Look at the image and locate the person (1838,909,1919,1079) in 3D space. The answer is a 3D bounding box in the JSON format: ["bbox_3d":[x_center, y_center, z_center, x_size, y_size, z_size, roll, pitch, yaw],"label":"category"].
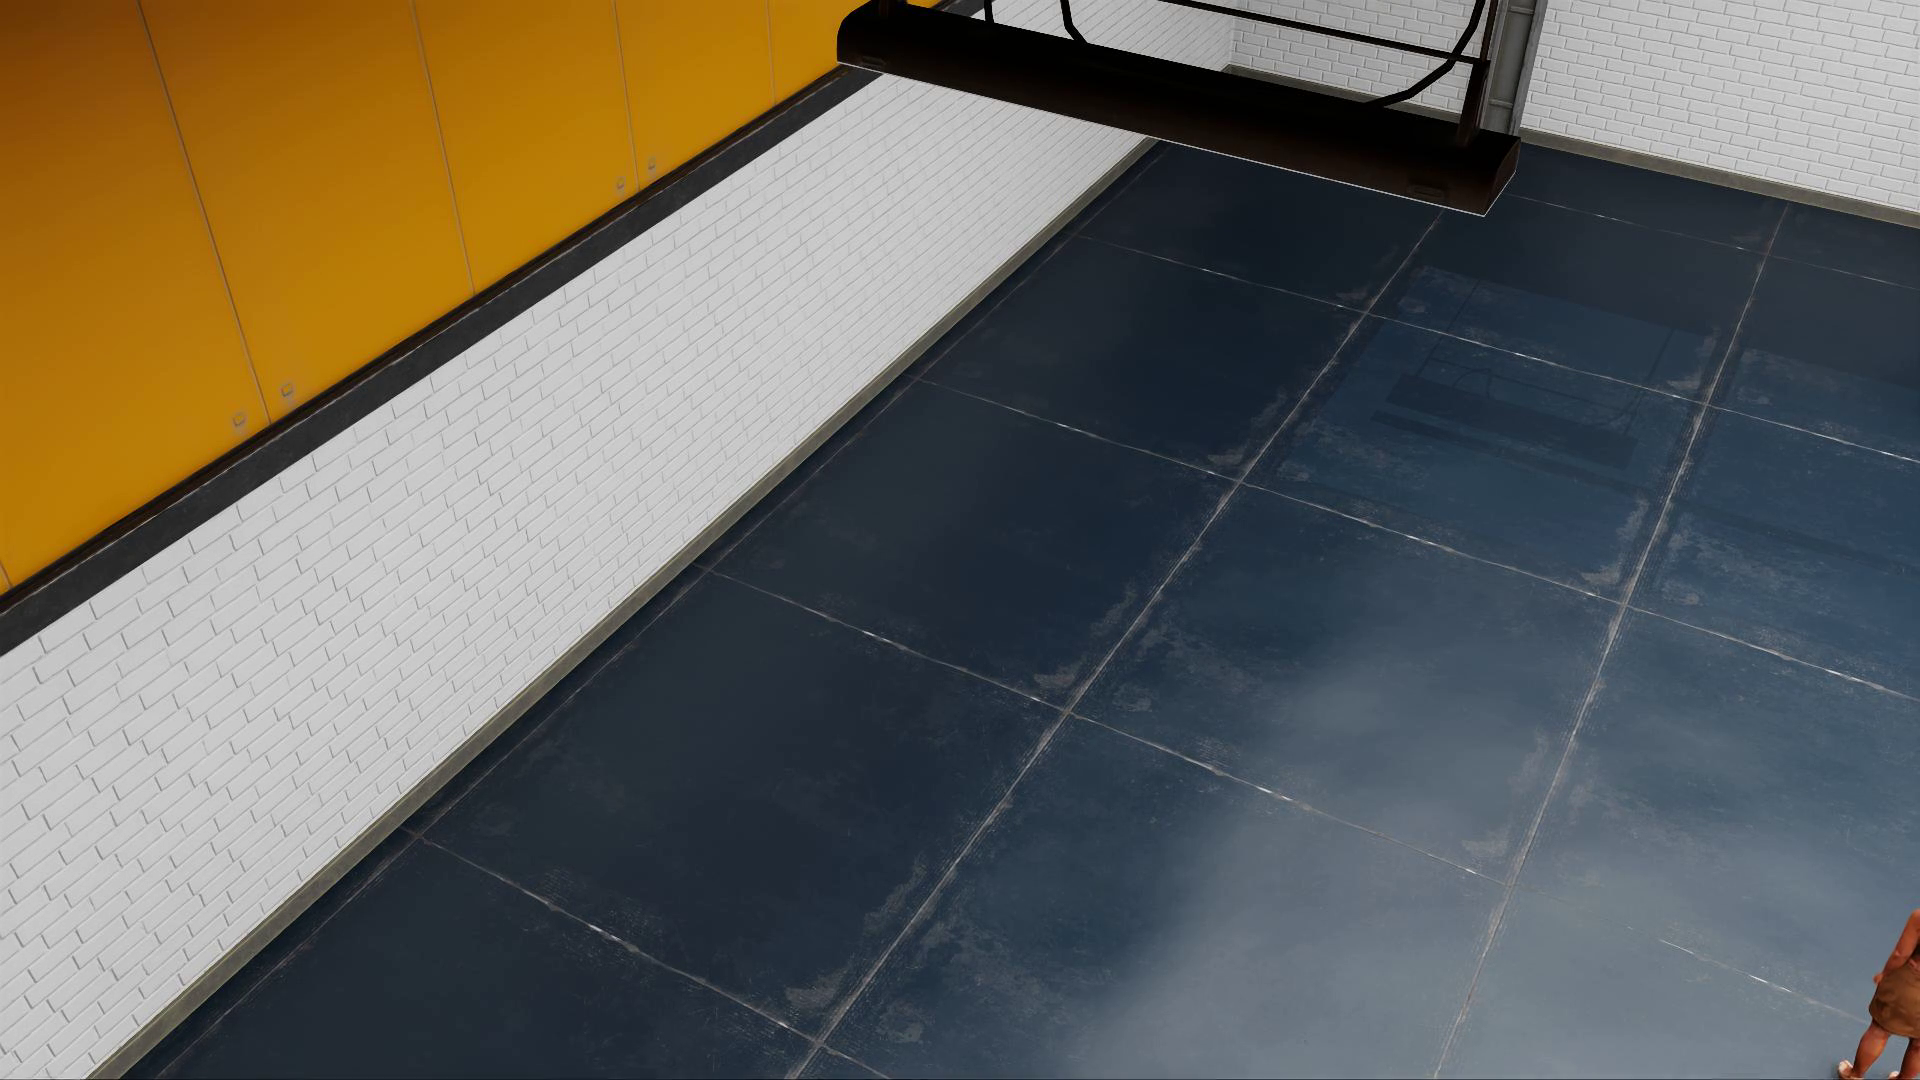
[{"bbox_3d":[4.877,2.281,8.438,0.506,1.689,0.653,12,40,14],"label":"person"}]
